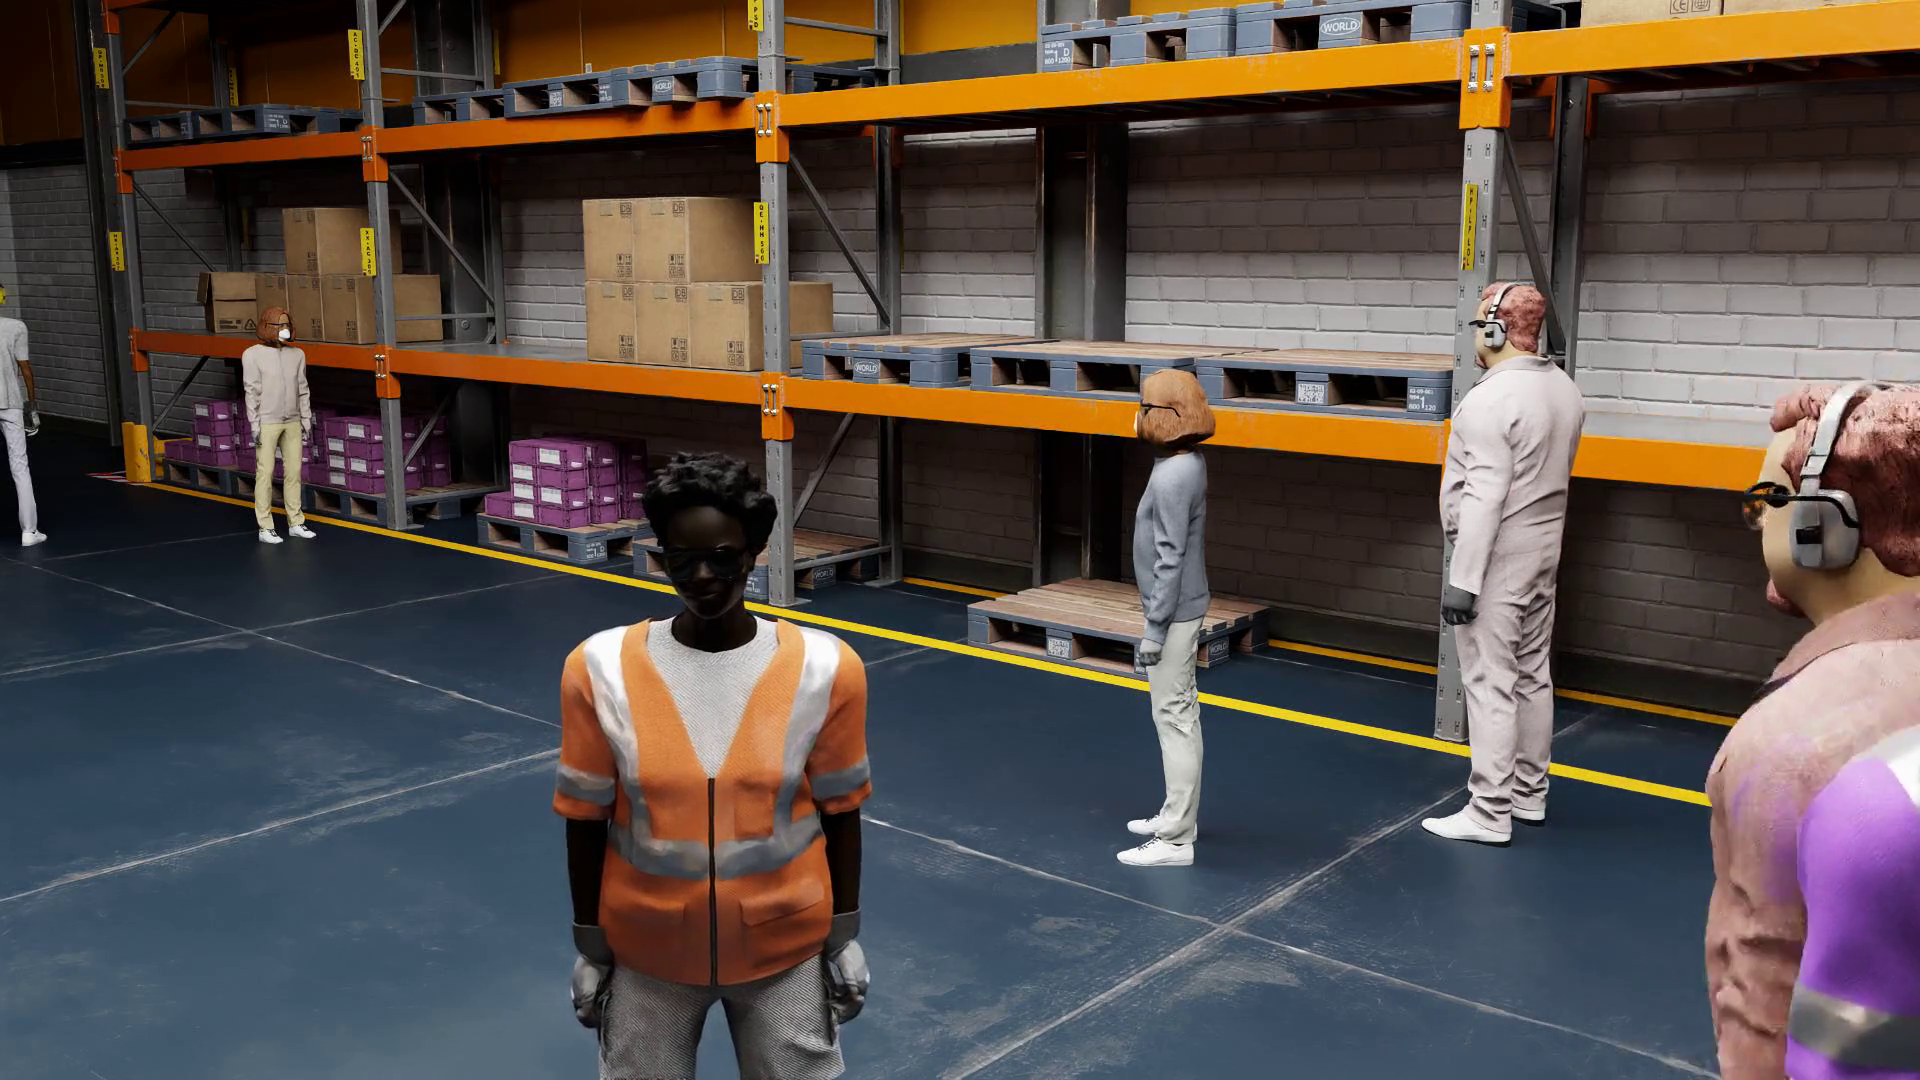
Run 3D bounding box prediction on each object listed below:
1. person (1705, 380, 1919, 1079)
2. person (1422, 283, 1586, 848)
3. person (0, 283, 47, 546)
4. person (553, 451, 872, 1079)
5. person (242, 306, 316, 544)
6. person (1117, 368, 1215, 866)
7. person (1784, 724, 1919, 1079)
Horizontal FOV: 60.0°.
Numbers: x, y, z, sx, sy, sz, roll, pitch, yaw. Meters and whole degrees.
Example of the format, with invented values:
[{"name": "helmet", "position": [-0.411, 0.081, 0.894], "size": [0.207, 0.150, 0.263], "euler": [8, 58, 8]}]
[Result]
[{"name": "person", "position": [1.176, 0.756, 1.960], "size": [0.646, 1.875, 0.842], "euler": [-5, 11, -27]}, {"name": "person", "position": [1.835, 0.084, 5.685], "size": [0.403, 1.906, 0.652], "euler": [10, 14, 44]}, {"name": "person", "position": [-6.531, -0.876, 11.256], "size": [0.543, 1.873, 0.326], "euler": [-4, 11, -23]}, {"name": "person", "position": [-0.412, 0.689, 2.834], "size": [0.533, 1.697, 0.322], "euler": [-1, 10, -7]}, {"name": "person", "position": [-4.701, -0.795, 11.491], "size": [0.277, 1.629, 0.496], "euler": [6, 12, 32]}, {"name": "person", "position": [0.682, 0.255, 5.481], "size": [0.282, 1.636, 0.500], "euler": [2, 10, 13]}, {"name": "person", "position": [1.120, 0.770, 1.835], "size": [0.551, 1.887, 1.011], "euler": [-1, 10, -4]}]
